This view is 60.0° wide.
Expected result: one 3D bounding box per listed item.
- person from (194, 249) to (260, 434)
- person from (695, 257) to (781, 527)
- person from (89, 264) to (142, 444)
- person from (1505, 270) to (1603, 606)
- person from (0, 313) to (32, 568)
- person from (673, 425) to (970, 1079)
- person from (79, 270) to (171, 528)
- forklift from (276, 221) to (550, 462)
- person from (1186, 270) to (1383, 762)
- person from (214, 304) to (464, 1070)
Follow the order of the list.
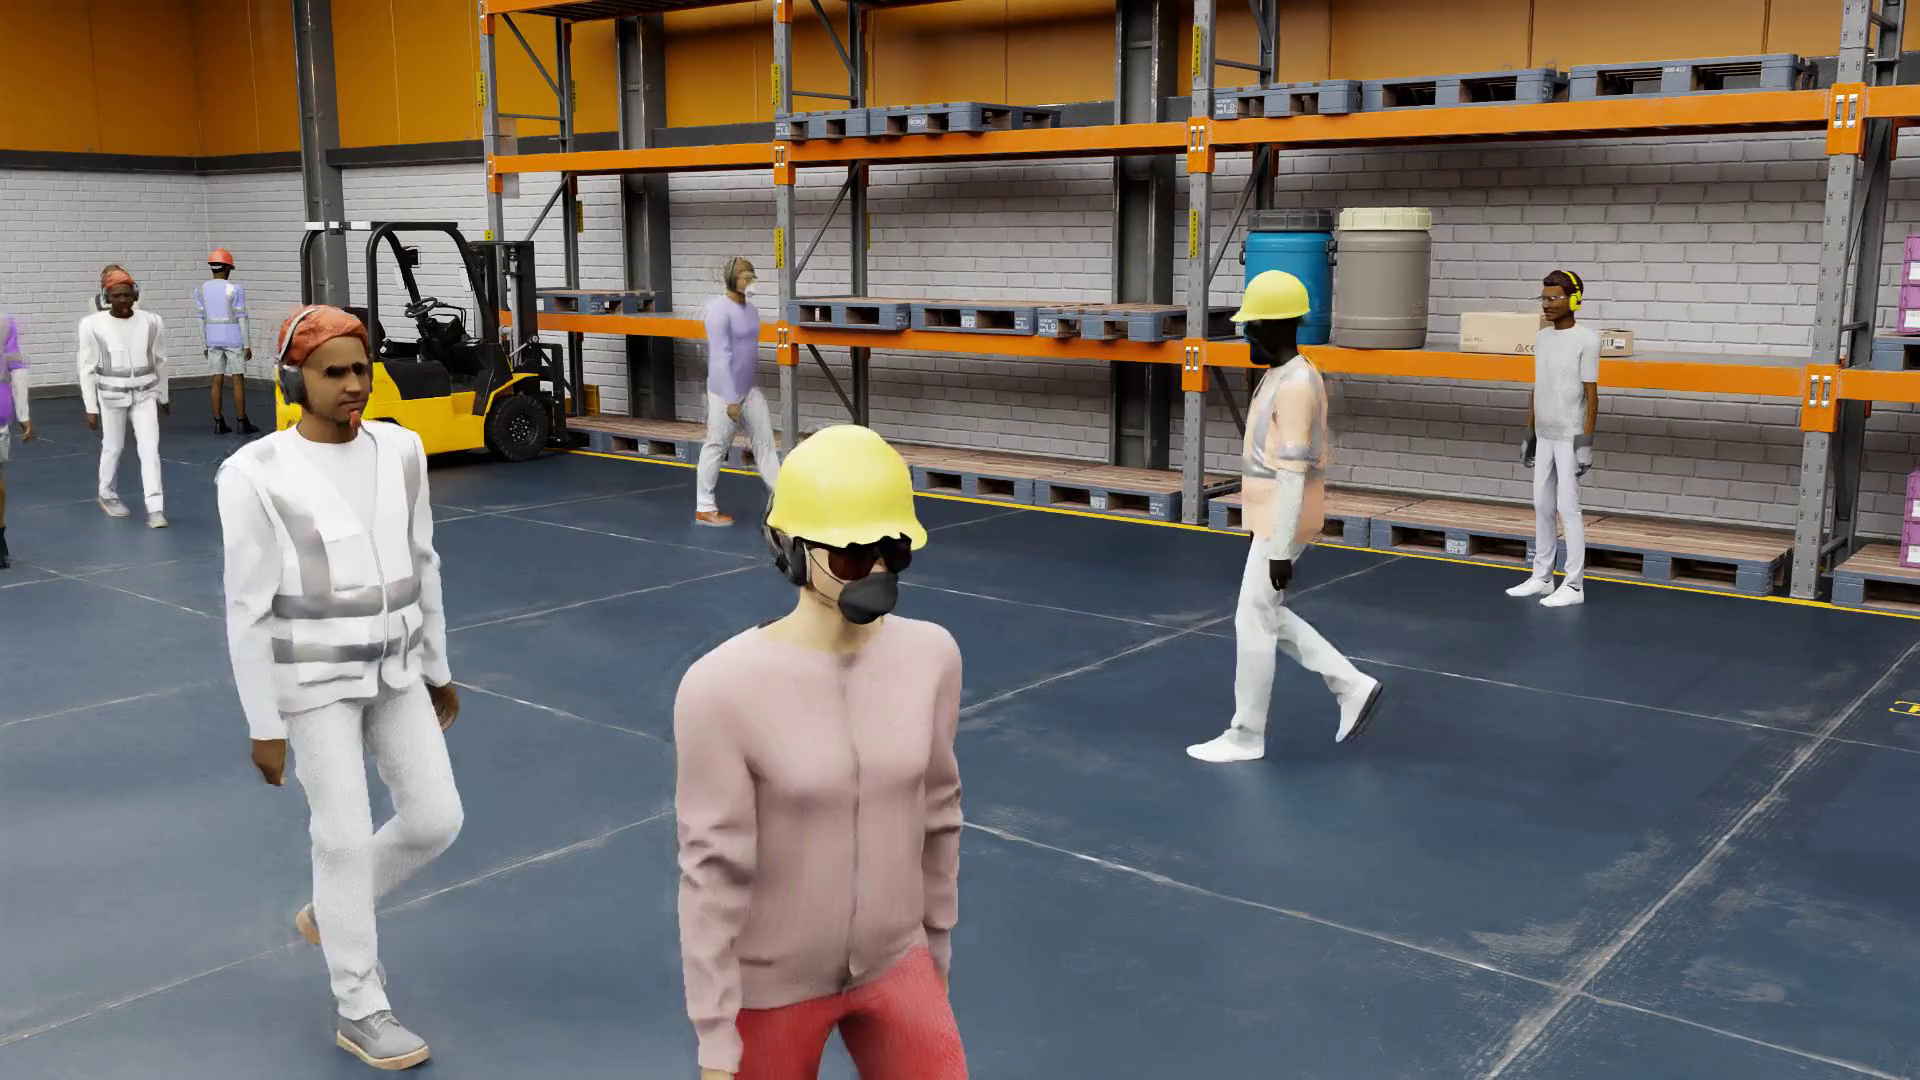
[{"bbox_3d":[-7.648,-2.058,17.344,0.542,1.930,0.366,1,10,5],"label":"person"},{"bbox_3d":[-1.464,-1.013,11.644,0.984,1.891,0.653,4,11,22],"label":"person"},{"bbox_3d":[-8.521,-1.895,16.872,0.495,1.796,0.951,-3,11,-16],"label":"person"},{"bbox_3d":[3.327,-0.562,9.260,0.320,1.861,0.515,-4,11,-20],"label":"person"},{"bbox_3d":[-6.151,-0.787,10.326,0.681,1.914,0.581,8,13,39],"label":"person"},{"bbox_3d":[-0.202,0.693,2.604,0.543,1.754,0.414,-7,12,-33],"label":"person"},{"bbox_3d":[-5.990,-1.022,11.929,0.617,1.828,0.989,-9,13,-40],"label":"person"},{"bbox_3d":[-4.922,-1.741,14.854,1.214,2.155,2.313,8,13,38],"label":"forklift"},{"bbox_3d":[1.260,-0.070,6.369,0.678,1.909,0.609,2,10,8],"label":"person"},{"bbox_3d":[-1.517,0.359,4.107,0.470,1.870,0.607,6,12,31],"label":"person"}]
